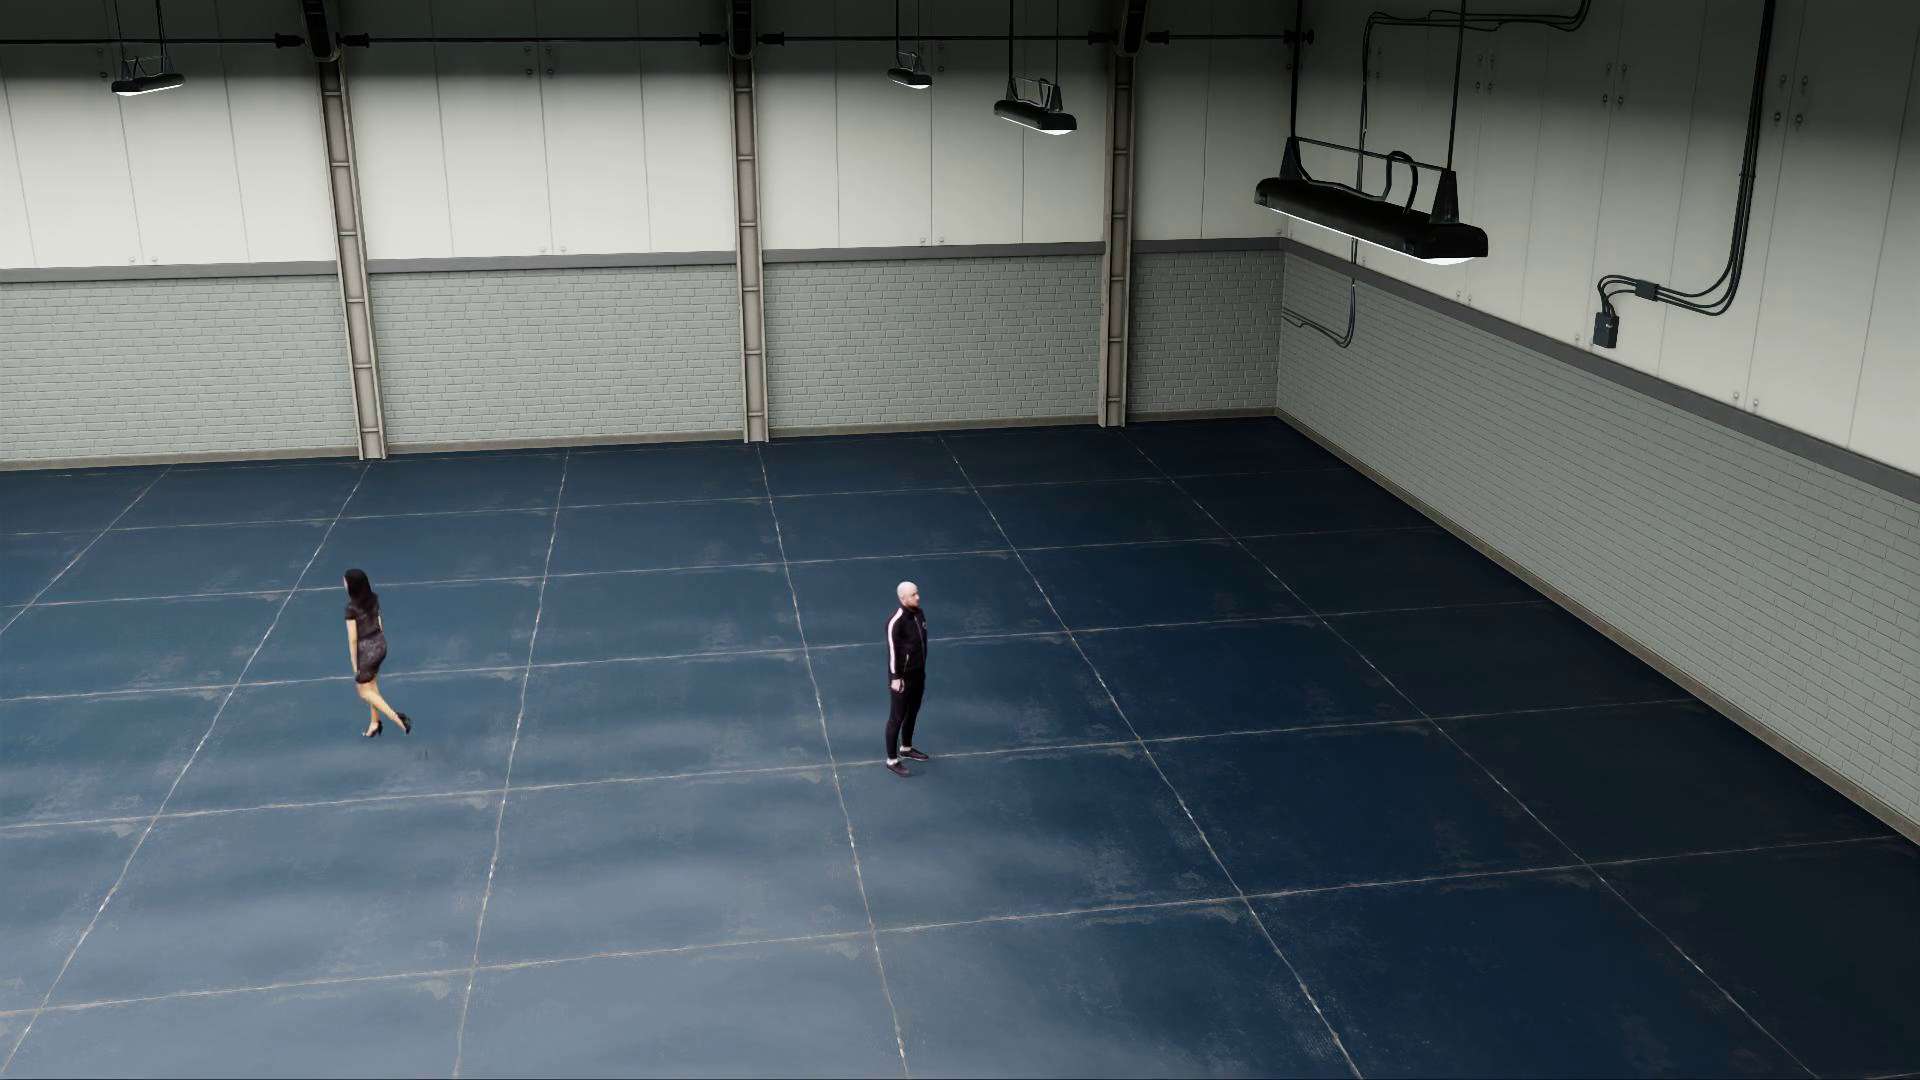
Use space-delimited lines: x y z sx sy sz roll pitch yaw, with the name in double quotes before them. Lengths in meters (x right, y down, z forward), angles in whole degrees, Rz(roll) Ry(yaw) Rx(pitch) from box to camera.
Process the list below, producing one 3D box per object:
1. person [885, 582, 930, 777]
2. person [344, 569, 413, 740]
"person" -0.505 1.245 15.412 0.796 1.834 0.771 9 20 26
"person" -5.549 1.147 15.826 1.065 1.765 0.927 8 20 23
